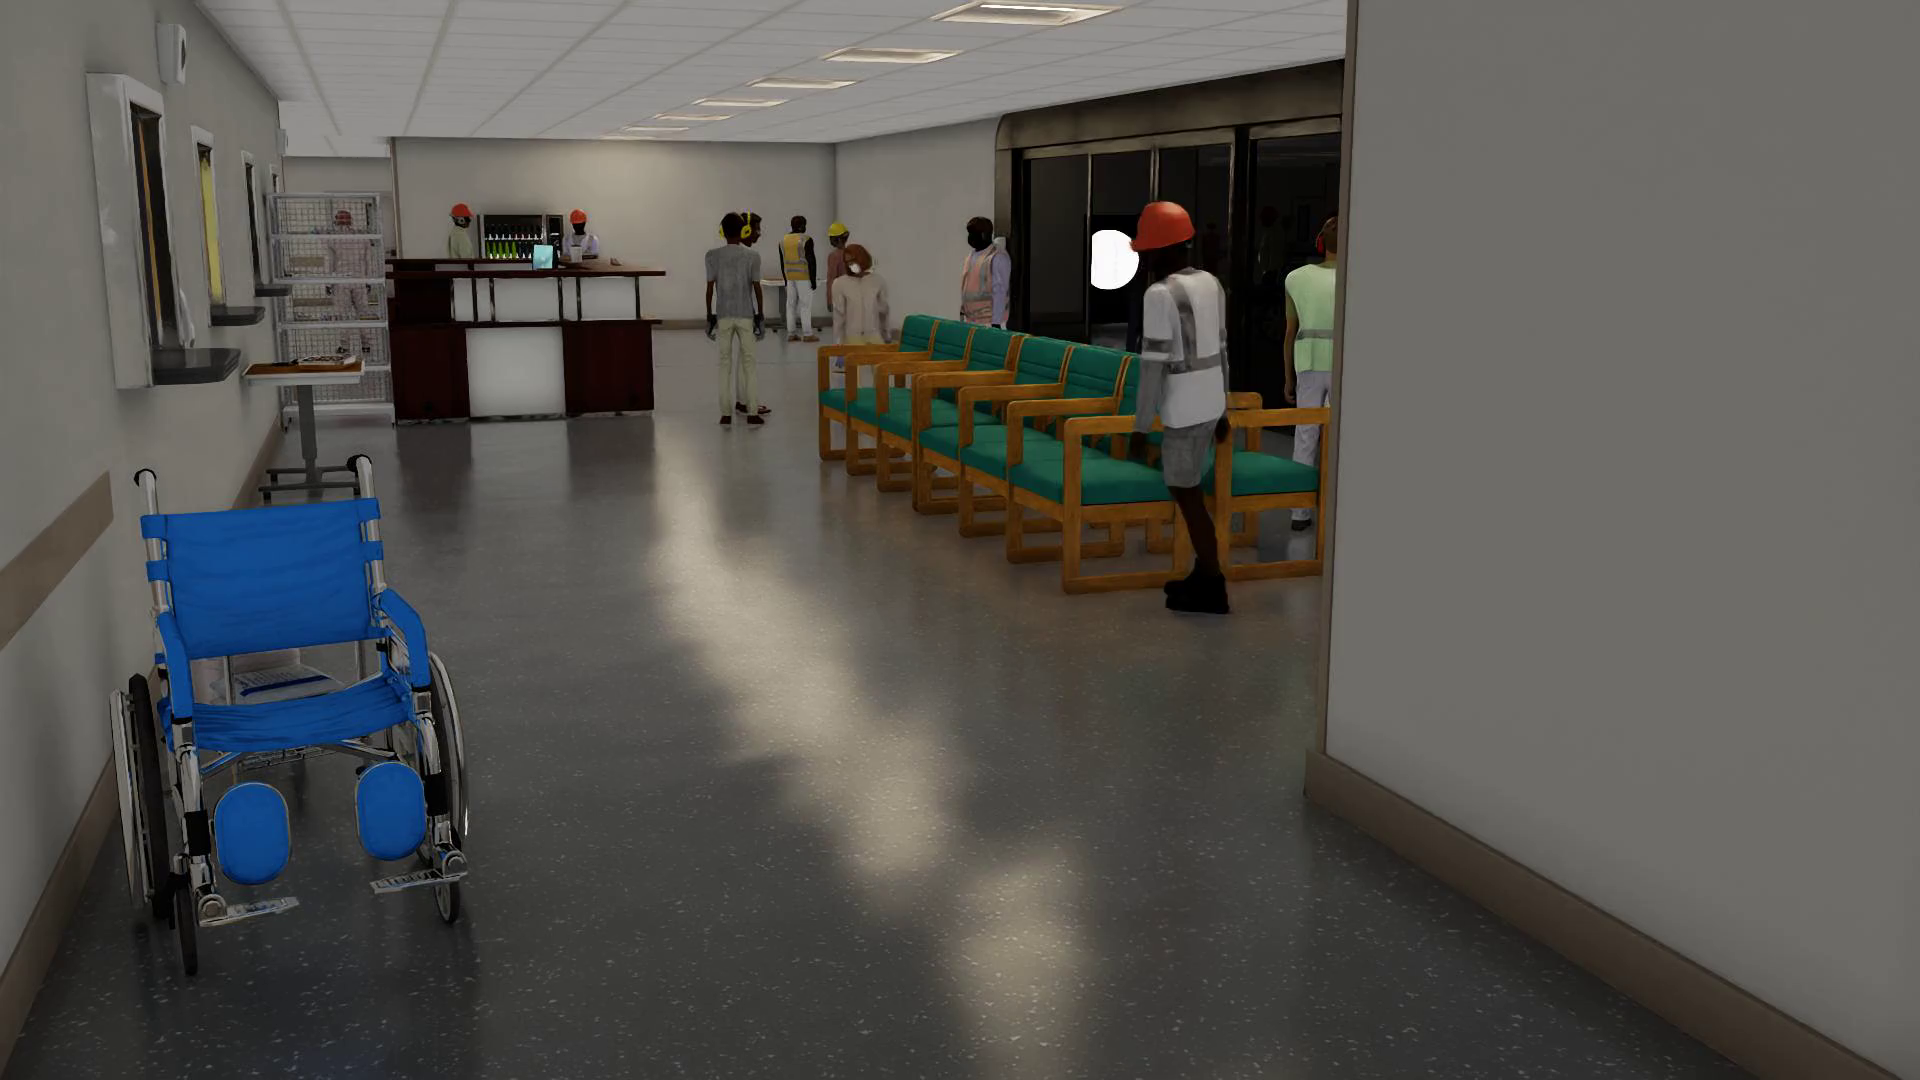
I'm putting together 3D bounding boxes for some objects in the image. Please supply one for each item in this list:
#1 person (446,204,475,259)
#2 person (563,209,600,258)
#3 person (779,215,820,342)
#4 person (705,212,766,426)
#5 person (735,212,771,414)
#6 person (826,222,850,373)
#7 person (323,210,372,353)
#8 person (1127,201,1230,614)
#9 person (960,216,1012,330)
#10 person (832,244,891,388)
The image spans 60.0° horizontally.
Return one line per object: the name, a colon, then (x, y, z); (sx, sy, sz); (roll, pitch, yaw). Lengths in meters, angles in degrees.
person: (-6.680, -3.510, 22.370); (0.386, 1.992, 0.624); (-8, 14, -36)
person: (-5.337, -3.680, 23.422); (0.545, 1.929, 0.390); (2, 11, 11)
person: (-2.344, -3.825, 24.387); (0.627, 1.844, 0.429); (7, 13, 33)
person: (-1.972, -1.926, 14.584); (0.534, 1.864, 0.310); (0, 11, -1)
person: (-1.965, -2.108, 15.518); (0.328, 1.865, 0.508); (-3, 11, -14)
person: (-1.399, -2.843, 19.566); (0.334, 1.761, 0.531); (7, 13, 33)
person: (-8.248, -3.474, 22.410); (0.639, 1.910, 0.406); (-9, 14, -38)
person: (1.022, -0.590, 7.641); (0.509, 1.896, 0.585); (7, 13, 33)
person: (0.219, -1.981, 14.971); (0.432, 1.835, 0.626); (-7, 13, -32)
person: (-0.820, -1.735, 14.285); (0.583, 1.597, 0.416); (-4, 12, -19)
